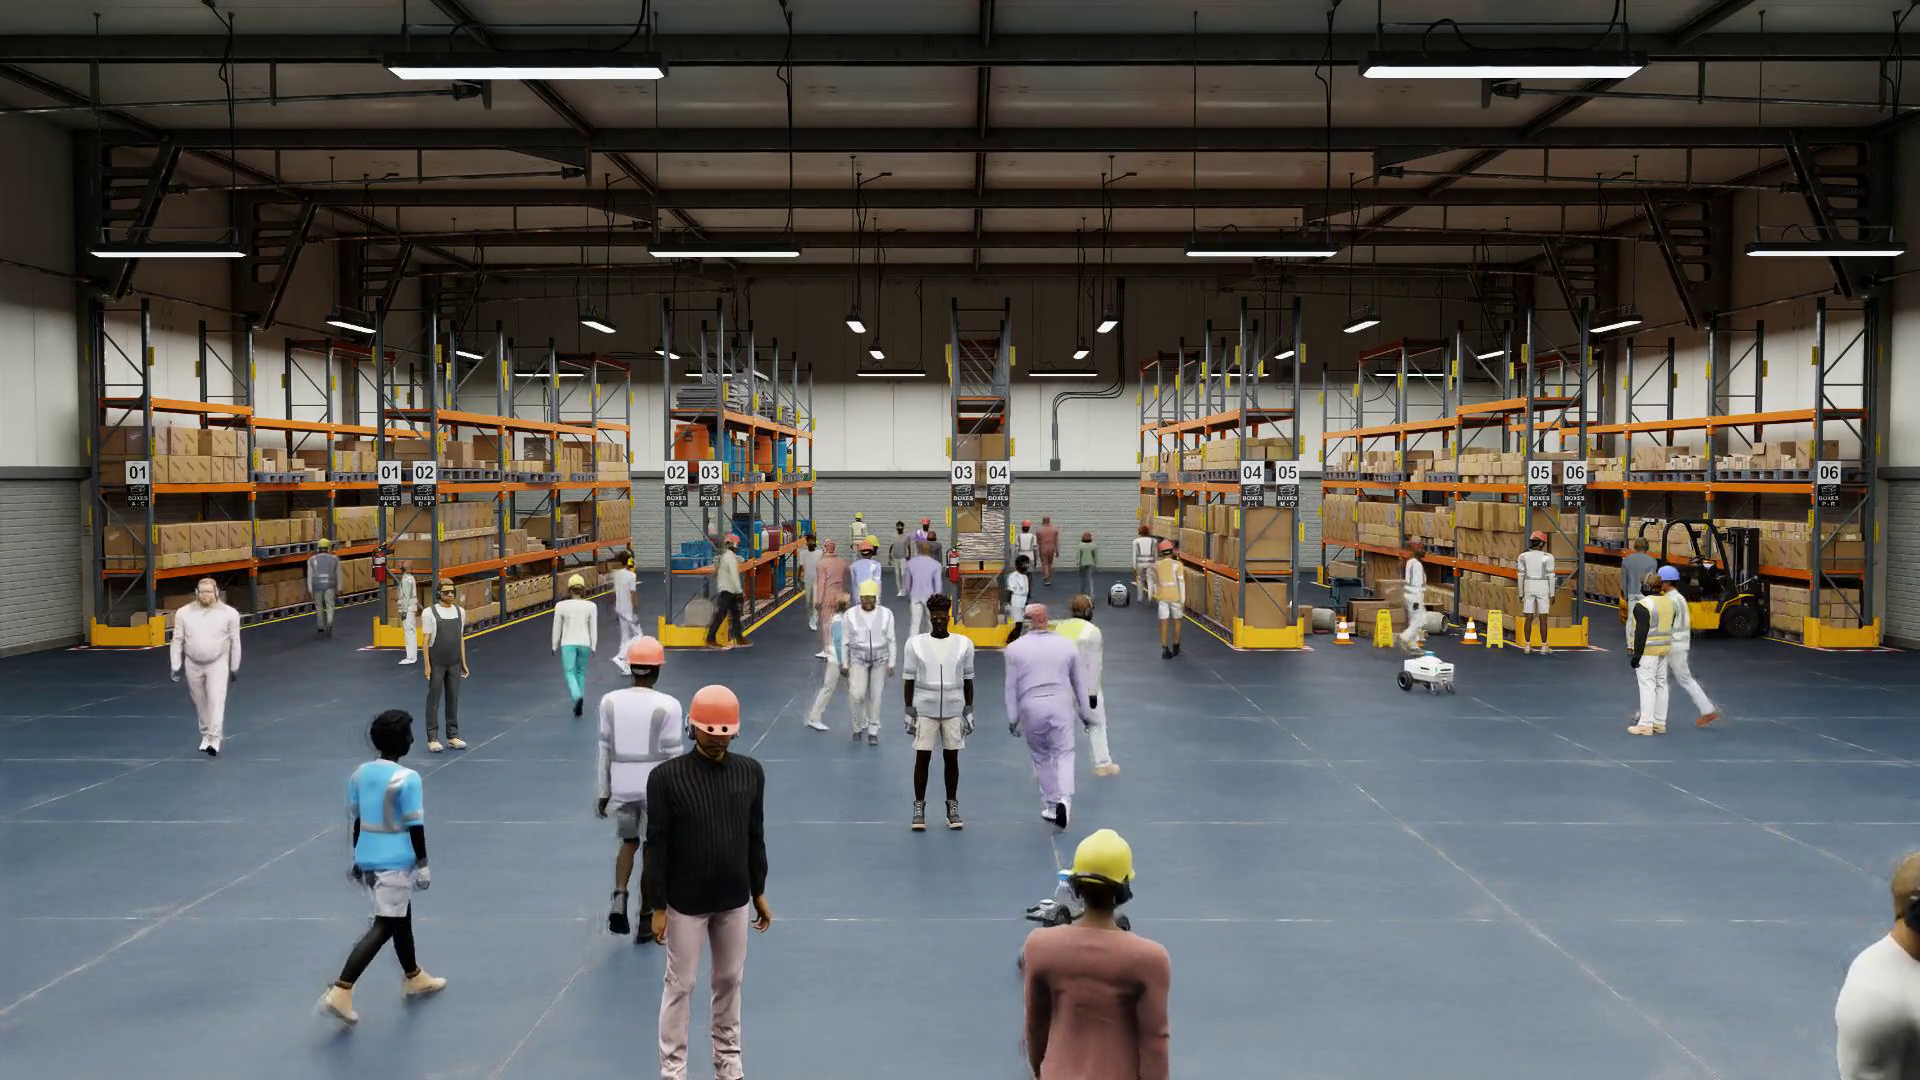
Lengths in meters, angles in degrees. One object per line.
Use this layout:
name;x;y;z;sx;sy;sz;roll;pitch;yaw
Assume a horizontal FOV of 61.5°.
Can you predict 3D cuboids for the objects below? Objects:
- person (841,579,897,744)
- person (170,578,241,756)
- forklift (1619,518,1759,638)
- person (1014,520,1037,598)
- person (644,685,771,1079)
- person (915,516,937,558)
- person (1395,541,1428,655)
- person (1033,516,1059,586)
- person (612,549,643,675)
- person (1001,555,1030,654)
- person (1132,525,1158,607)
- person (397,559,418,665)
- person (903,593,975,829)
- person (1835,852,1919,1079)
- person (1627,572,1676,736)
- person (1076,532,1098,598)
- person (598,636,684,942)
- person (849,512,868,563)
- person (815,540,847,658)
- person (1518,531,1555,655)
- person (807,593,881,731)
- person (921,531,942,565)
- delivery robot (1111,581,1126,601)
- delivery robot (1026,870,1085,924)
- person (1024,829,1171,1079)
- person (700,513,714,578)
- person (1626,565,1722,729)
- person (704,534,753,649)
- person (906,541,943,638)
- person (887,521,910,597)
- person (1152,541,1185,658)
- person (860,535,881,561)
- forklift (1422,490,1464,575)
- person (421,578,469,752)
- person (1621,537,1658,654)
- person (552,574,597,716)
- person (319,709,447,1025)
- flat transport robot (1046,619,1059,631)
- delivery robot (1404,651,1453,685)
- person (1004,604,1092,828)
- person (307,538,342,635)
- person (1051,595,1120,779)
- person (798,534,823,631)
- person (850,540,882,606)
person;-0.983;1.336;17.621;0.596;1.814;0.542;0;2;-10
person;-7.974;1.338;17.049;0.646;1.854;1.004;0;2;-12
forklift;13.417;0.684;29.791;2.313;2.155;1.214;0;2;0
person;1.594;0.460;38.985;0.555;1.884;1.048;0;2;1
person;-1.151;1.654;7.452;0.611;1.985;0.393;-2;3;-35
person;-0.862;0.369;40.488;0.567;1.926;0.400;0;2;1
person;7.447;0.956;26.501;0.472;1.871;0.577;0;2;0
person;2.288;0.289;43.419;0.672;1.848;1.013;-1;2;-15
person;-4.905;1.068;23.781;0.553;1.857;0.439;2;3;43
person;0.928;1.072;26.033;0.336;1.663;0.584;1;2;24
person;4.170;0.580;36.293;0.582;1.850;0.917;0;2;1
person;-8.620;1.121;25.183;0.310;1.636;0.522;0;2;-9
person;-0.172;1.422;13.502;0.609;1.964;0.367;0;2;-7
person;2.671;1.804;4.558;0.645;1.917;0.793;-2;3;-39
person;7.862;1.290;18.403;0.627;1.844;0.429;-2;3;-34
person;3.040;0.606;38.535;0.508;1.613;0.680;0;2;-3
person;-2.015;1.574;10.205;0.573;1.925;0.457;0;2;12
person;-3.060;0.076;49.035;0.589;1.834;0.403;1;2;16
person;-2.127;0.948;26.181;0.401;1.910;0.640;2;3;38
person;9.520;0.867;26.638;0.605;2.036;0.389;2;3;38
person;-1.371;1.404;18.587;0.847;1.594;0.530;0;2;11
person;-0.676;0.589;38.606;0.507;1.632;0.275;0;2;4
delivery robot;3.605;1.173;36.649;0.477;0.478;0.707;0;2;5
delivery robot;0.655;2.114;9.748;0.335;0.223;0.698;1;3;33
person;0.474;1.849;5.491;0.523;1.737;0.818;1;2;17
person;-7.233;0.146;46.331;0.474;1.914;0.597;-1;3;-28
person;8.408;1.245;18.911;1.013;1.901;0.628;1;3;27
person;-3.975;0.881;27.481;0.833;1.945;0.734;0;2;-12
person;-0.561;0.964;26.048;0.649;1.882;1.032;1;2;15
person;-1.493;0.460;39.209;0.526;1.845;0.639;0;2;11
person;3.405;0.955;26.265;0.567;1.880;0.917;1;2;19
person;-1.551;0.875;27.769;0.381;1.924;0.593;0;2;-1
forklift;13.926;-0.371;47.846;1.873;2.768;1.129;0;2;0
person;-5.523;1.330;17.338;0.345;1.847;0.504;2;3;41
person;11.187;0.918;26.532;0.362;1.939;0.635;-2;3;-34
person;-4.699;1.283;19.779;0.533;1.738;0.741;-1;3;-26
person;-3.163;1.758;8.819;0.539;1.665;0.839;2;3;35
flat transport robot;1.588;1.620;30.088;0.652;0.197;1.431;0;2;1
delivery robot;6.374;1.757;21.945;0.477;0.478;0.707;-1;2;-23
person;0.754;1.478;13.550;0.740;1.862;0.733;0;2;-8
person;-11.714;0.859;29.780;0.598;1.803;0.810;-1;2;-24
person;1.127;1.426;15.697;0.962;1.794;0.631;-2;3;-44
person;-2.837;0.792;31.050;0.531;1.847;0.818;0;2;1
person;-1.481;0.956;26.048;0.556;1.893;0.889;1;2;16
